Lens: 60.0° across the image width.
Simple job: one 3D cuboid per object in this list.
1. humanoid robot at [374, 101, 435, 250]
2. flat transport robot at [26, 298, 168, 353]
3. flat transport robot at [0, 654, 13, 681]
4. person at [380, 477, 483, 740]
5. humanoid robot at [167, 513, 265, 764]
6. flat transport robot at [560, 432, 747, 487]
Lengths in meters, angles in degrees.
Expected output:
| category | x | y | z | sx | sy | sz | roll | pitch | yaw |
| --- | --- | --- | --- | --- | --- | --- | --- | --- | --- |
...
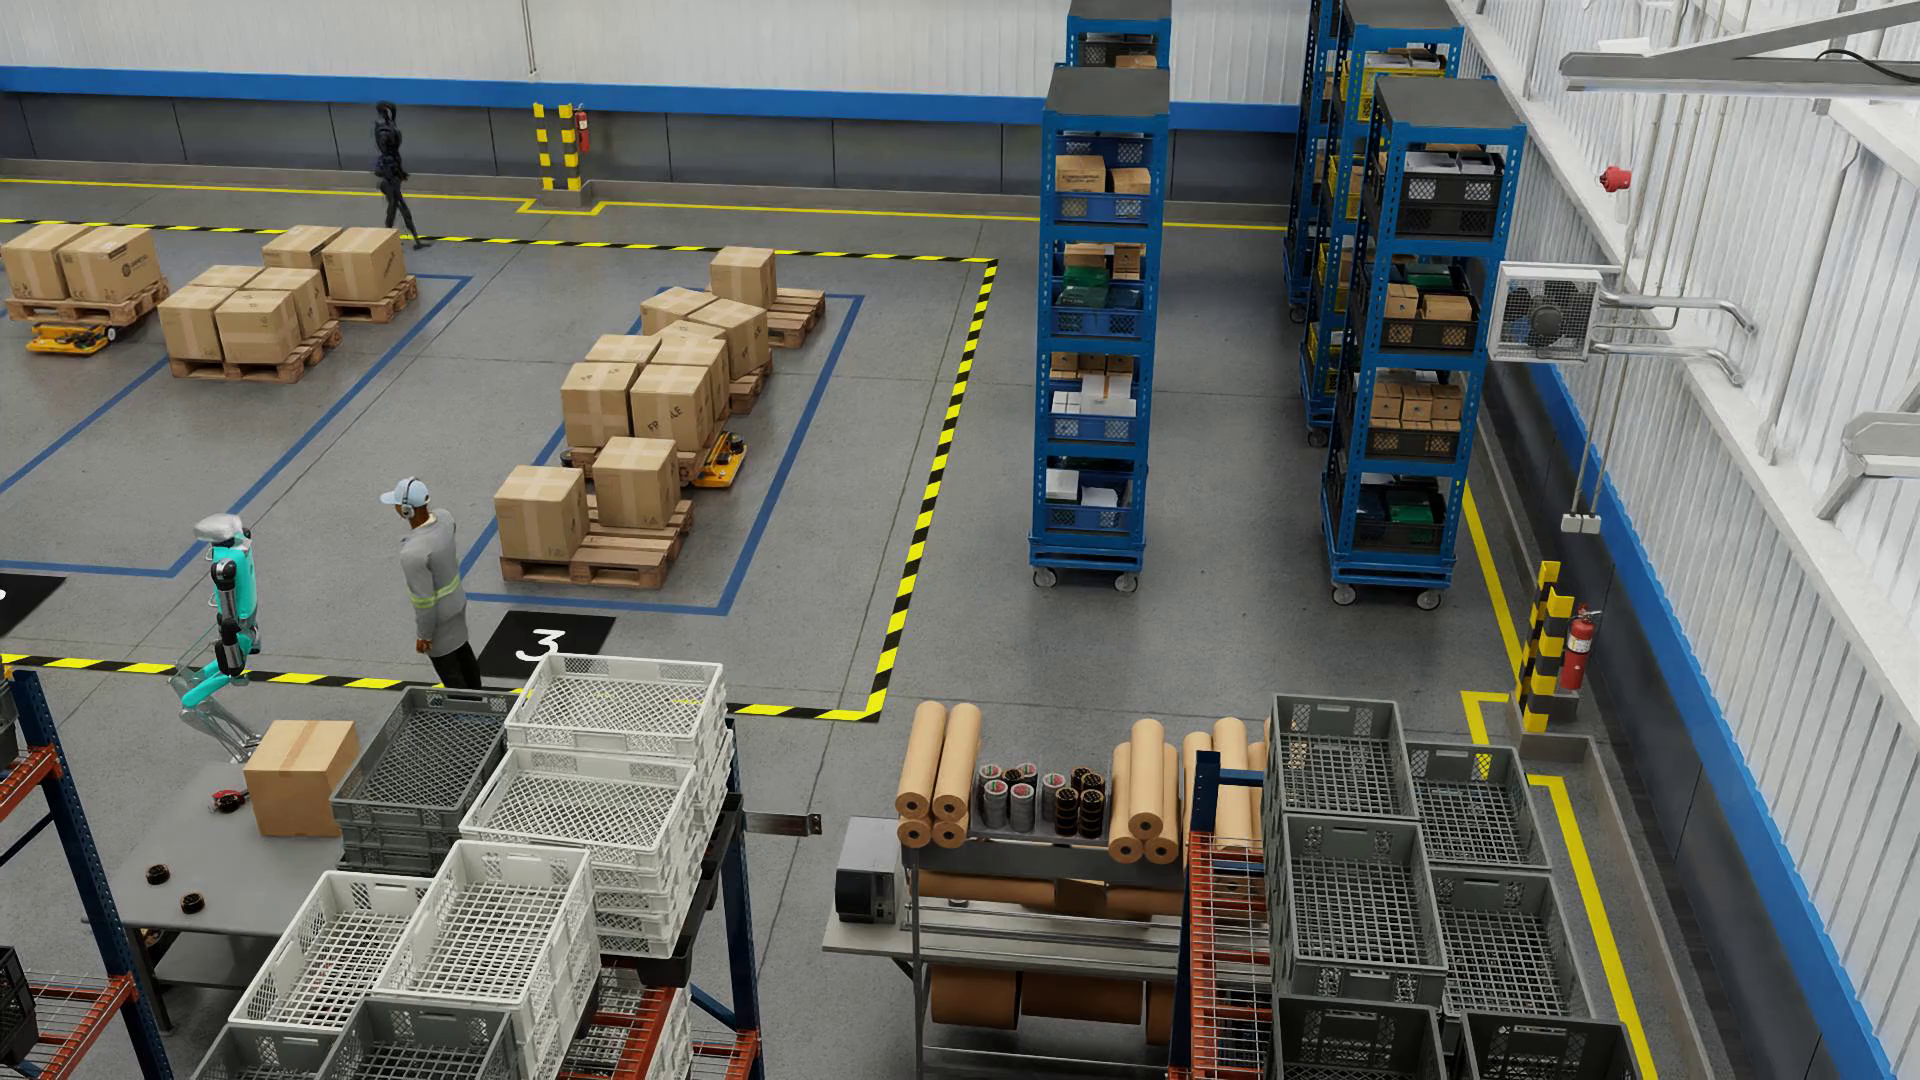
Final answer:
| category | x | y | z | sx | sy | sz | roll | pitch | yaw |
| --- | --- | --- | --- | --- | --- | --- | --- | --- | --- |
| humanoid robot | -6.142 | -3.979 | 18.129 | 0.655 | 1.631 | 0.613 | -2 | 30 | -3 |
| flat transport robot | -8.536 | -2.224 | 16.465 | 0.652 | 0.197 | 1.431 | 3 | 30 | 6 |
| flat transport robot | -7.142 | 0.969 | 11.010 | 1.431 | 0.231 | 0.659 | 3 | 30 | 6 |
| person | -3.274 | 0.438 | 10.348 | 0.401 | 1.851 | 0.590 | 3 | 30 | 5 |
| humanoid robot | -4.523 | 0.617 | 10.021 | 0.735 | 1.676 | 0.533 | -5 | 31 | -8 |
| flat transport robot | -2.554 | -0.707 | 13.861 | 1.431 | 0.197 | 0.652 | 3 | 30 | 6 |
